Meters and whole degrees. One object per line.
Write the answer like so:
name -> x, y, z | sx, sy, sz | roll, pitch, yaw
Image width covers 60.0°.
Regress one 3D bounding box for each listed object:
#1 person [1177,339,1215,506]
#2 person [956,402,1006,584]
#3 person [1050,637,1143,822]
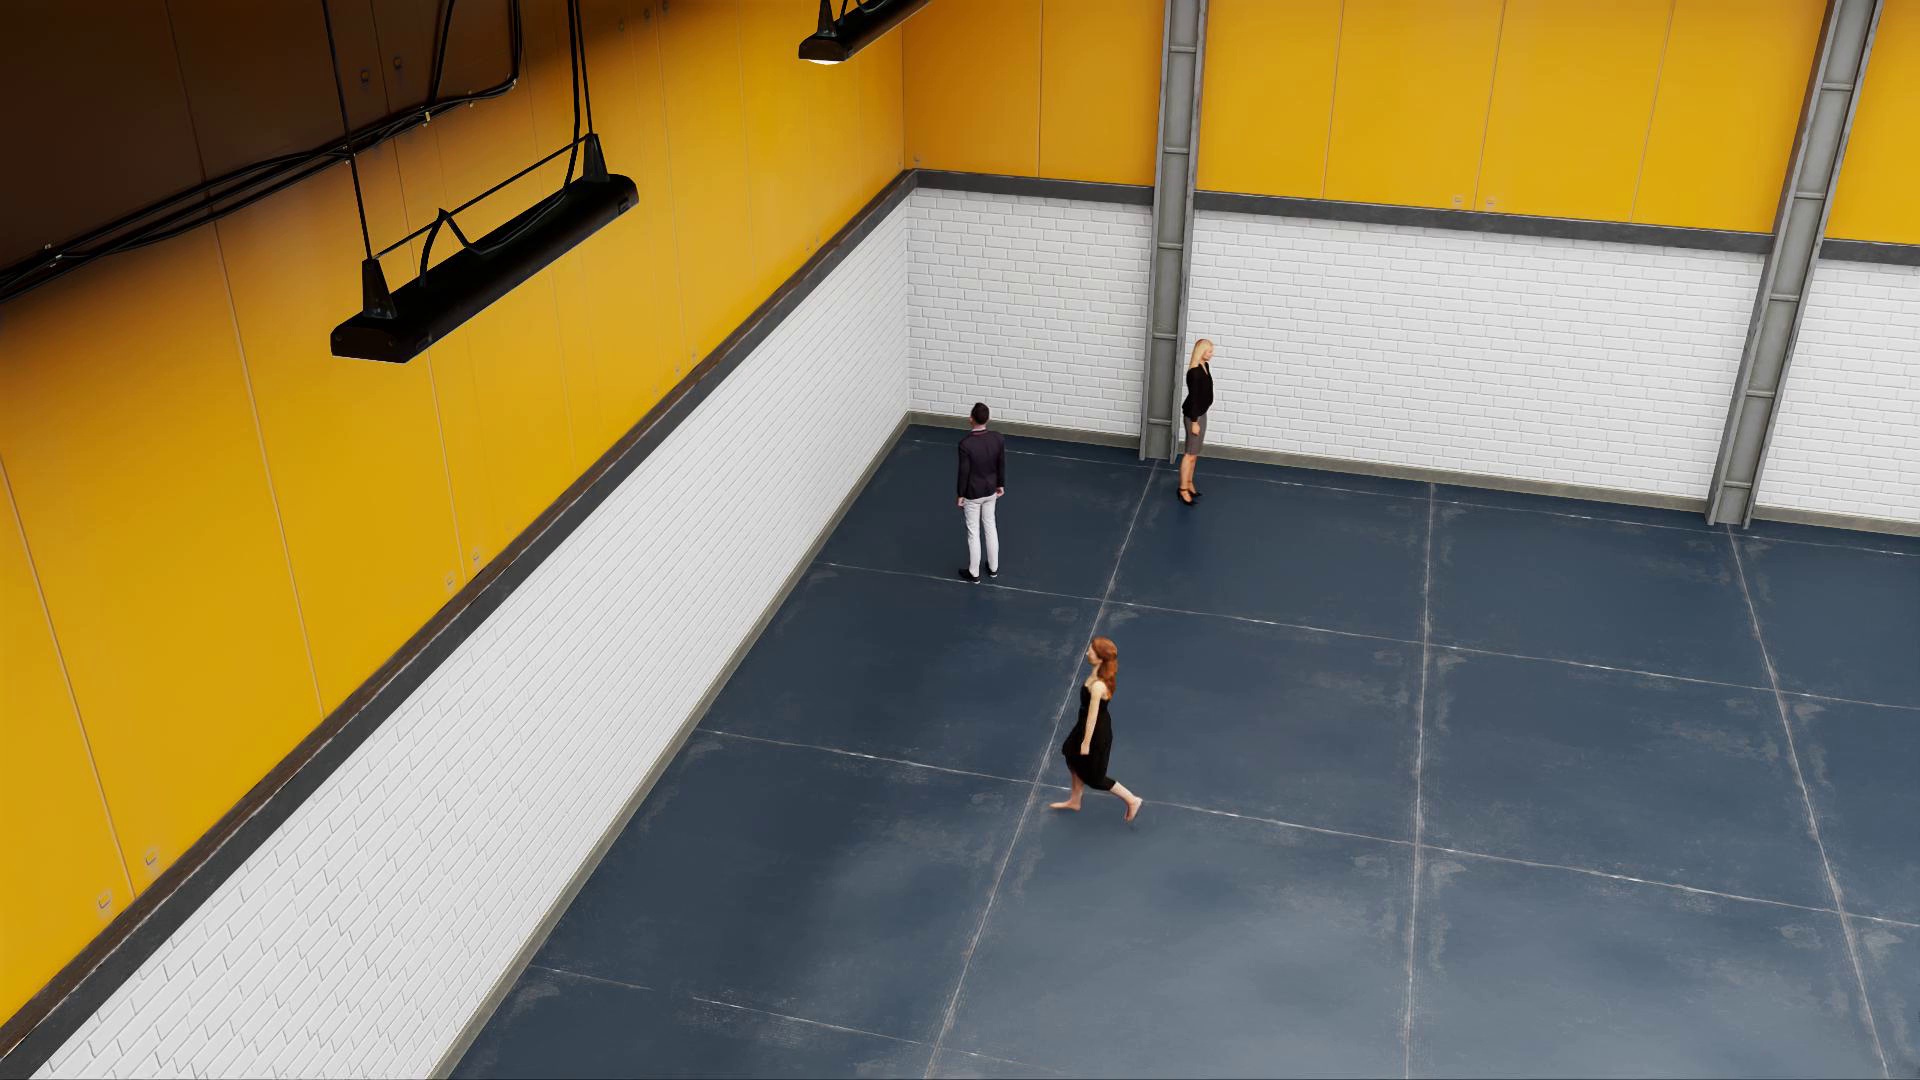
person -> 2.455, -1.246, 17.425 | 0.564, 1.841, 0.618 | 10, 30, 18
person -> 0.188, -0.458, 15.982 | 0.714, 1.841, 0.784 | -14, 32, -24
person -> 1.086, 1.483, 12.670 | 0.984, 1.605, 0.707 | 3, 29, 5
